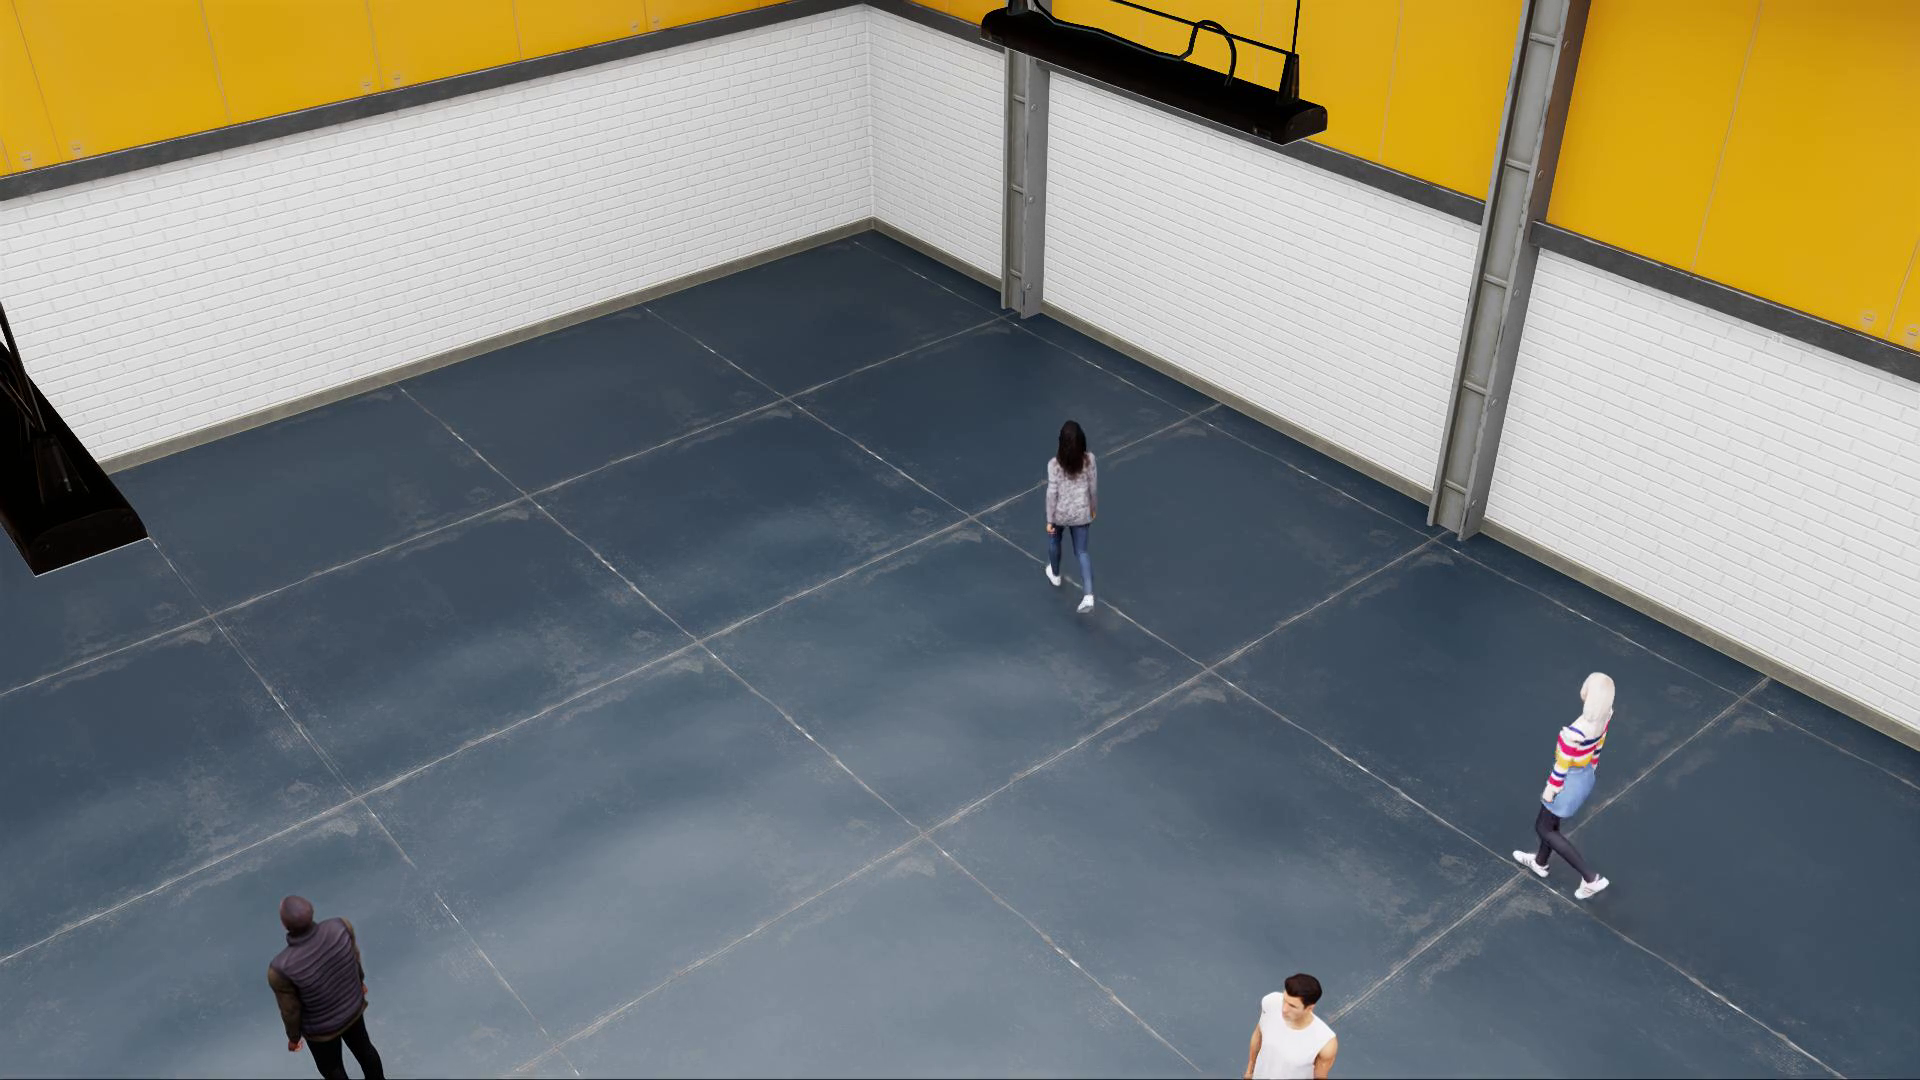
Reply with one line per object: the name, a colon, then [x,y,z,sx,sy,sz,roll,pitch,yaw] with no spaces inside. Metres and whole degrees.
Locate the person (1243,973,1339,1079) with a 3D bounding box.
person: [1.784,2.994,9.080,0.685,1.789,0.488,-25,41,-33]

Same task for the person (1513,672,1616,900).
person: [4.134,1.659,11.082,0.668,1.796,0.930,-27,42,-35]

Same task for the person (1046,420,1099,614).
person: [0.947,-0.172,13.922,0.960,1.702,1.213,-7,34,-11]

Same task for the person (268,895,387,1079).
person: [-3.588,2.700,9.482,0.680,1.835,0.754,21,39,28]
